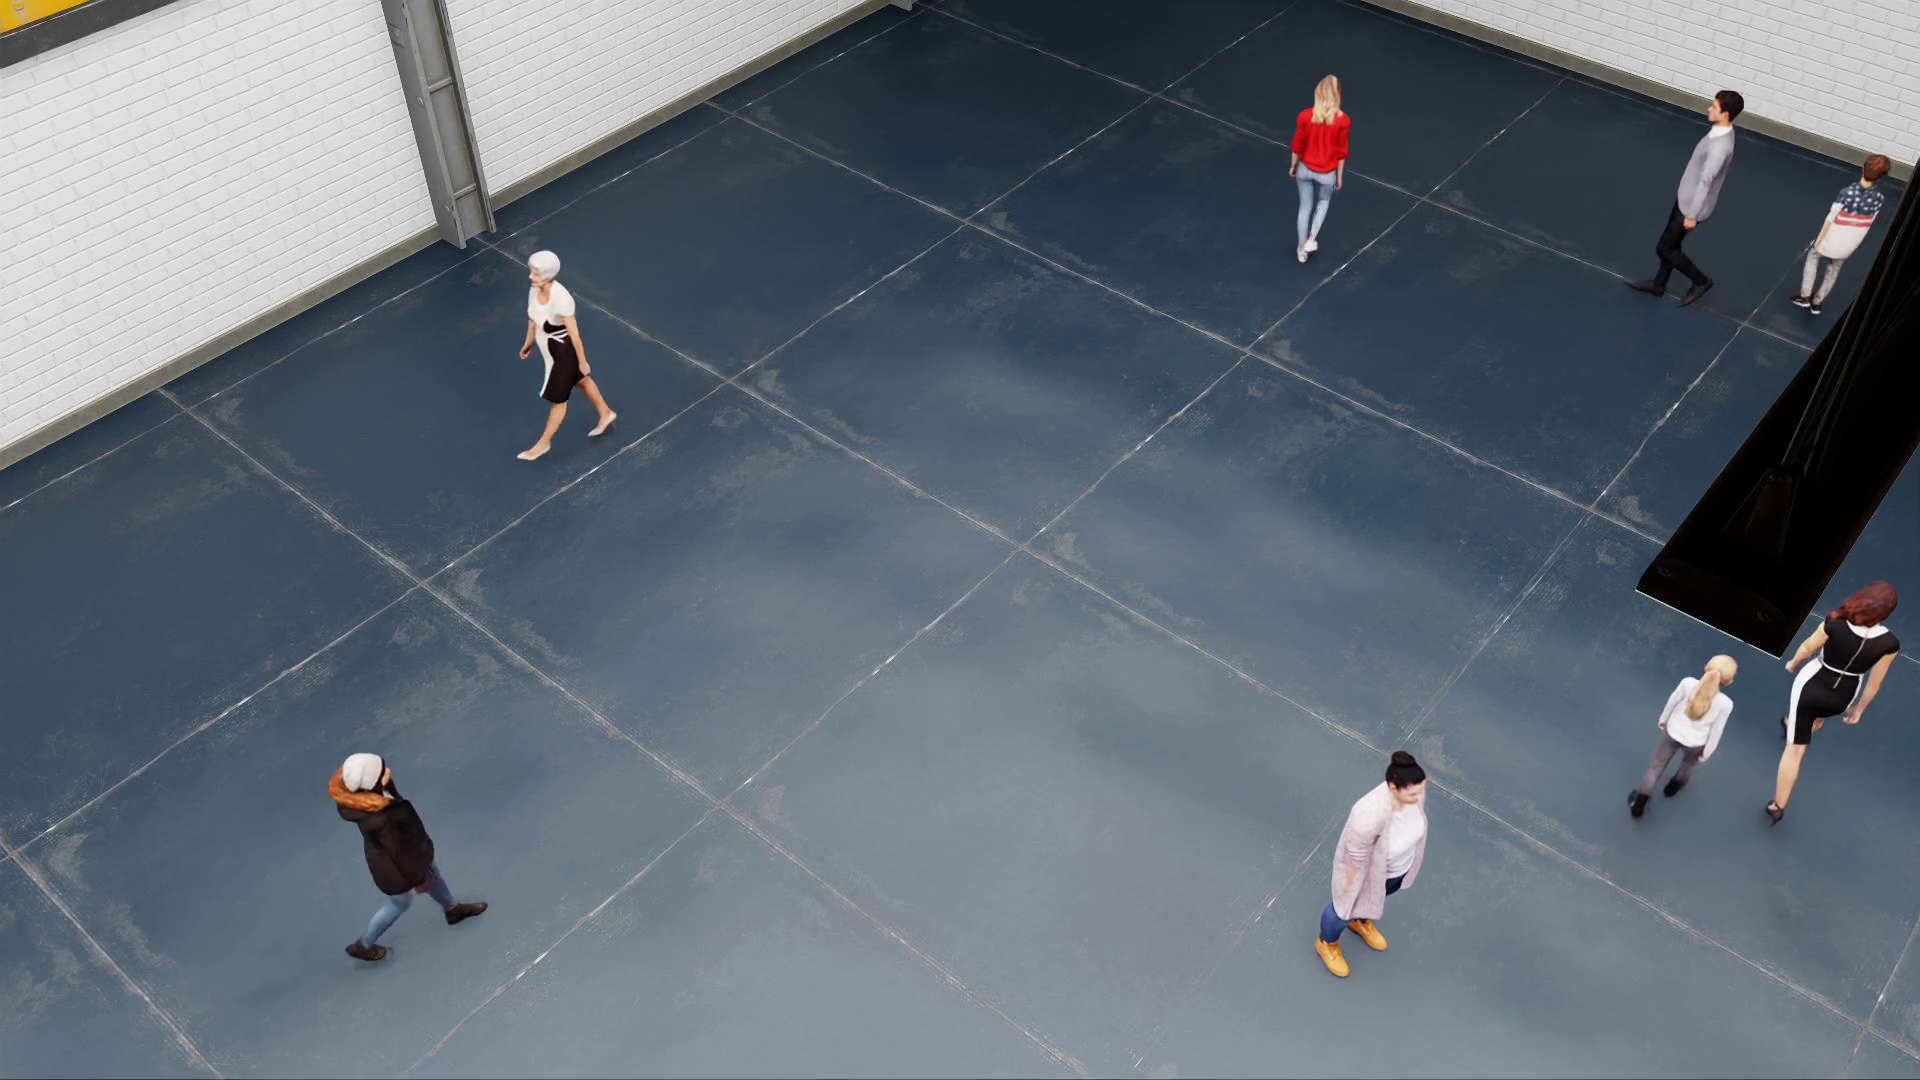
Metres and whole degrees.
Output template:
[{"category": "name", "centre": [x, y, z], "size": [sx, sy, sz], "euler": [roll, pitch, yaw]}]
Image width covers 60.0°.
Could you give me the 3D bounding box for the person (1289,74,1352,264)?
[{"category": "person", "centre": [2.990, -3.061, 13.983], "size": [0.719, 1.697, 0.711], "euler": [12, 45, 12]}]

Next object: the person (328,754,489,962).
[{"category": "person", "centre": [-3.125, 1.736, 9.013], "size": [1.126, 1.607, 0.894], "euler": [-20, 47, -19]}]

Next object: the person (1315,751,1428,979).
[{"category": "person", "centre": [2.226, 1.705, 8.949], "size": [0.641, 1.741, 0.803], "euler": [-27, 50, -26]}]

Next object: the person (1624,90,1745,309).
[{"category": "person", "centre": [6.033, -2.724, 13.476], "size": [0.983, 1.908, 0.970], "euler": [14, 45, 15]}]

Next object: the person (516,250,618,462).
[{"category": "person", "centre": [-2.840, -1.395, 12.222], "size": [1.149, 1.715, 0.837], "euler": [-24, 49, -23]}]

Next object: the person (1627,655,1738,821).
[{"category": "person", "centre": [4.266, 1.186, 9.843], "size": [0.495, 1.258, 0.730], "euler": [27, 50, 25]}]

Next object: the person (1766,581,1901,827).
[{"category": "person", "centre": [5.018, 0.989, 9.690], "size": [0.863, 1.754, 1.207], "euler": [13, 45, 14]}]

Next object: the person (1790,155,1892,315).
[{"category": "person", "centre": [7.204, -2.440, 13.529], "size": [0.646, 1.424, 0.688], "euler": [5, 44, 5]}]
